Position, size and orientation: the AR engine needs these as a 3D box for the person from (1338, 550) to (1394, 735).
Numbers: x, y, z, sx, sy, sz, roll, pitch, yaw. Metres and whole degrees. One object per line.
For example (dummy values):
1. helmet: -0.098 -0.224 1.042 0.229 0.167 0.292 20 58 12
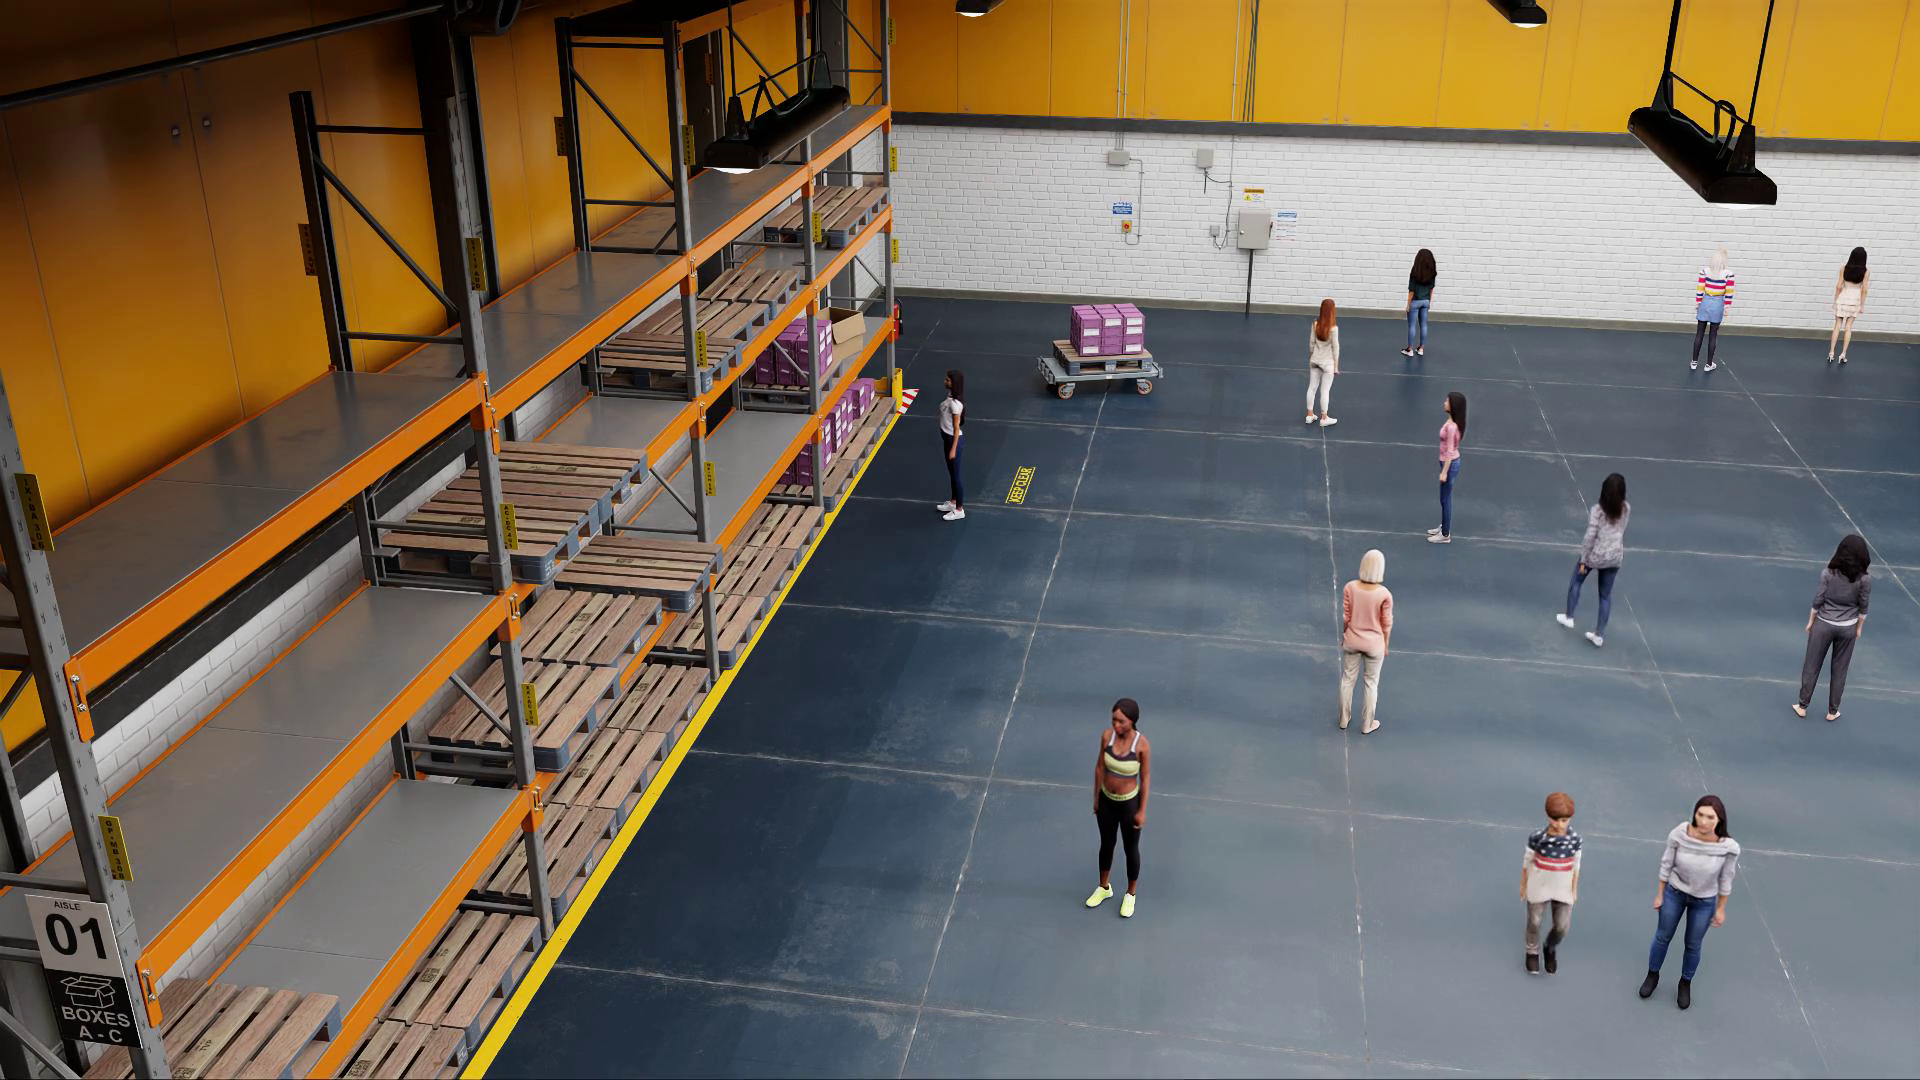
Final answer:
1. person: 3.548 0.885 14.593 0.664 1.725 0.635 13 27 27

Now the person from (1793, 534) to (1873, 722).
1. person: 7.777 0.778 14.788 0.641 1.764 0.577 9 25 20

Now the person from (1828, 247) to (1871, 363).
1. person: 13.105 -3.473 24.549 0.653 1.736 0.660 16 28 32

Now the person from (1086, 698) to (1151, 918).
1. person: 1.181 1.927 12.171 0.619 1.755 0.605 12 26 25

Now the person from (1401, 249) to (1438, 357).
1. person: 6.883 -3.568 24.914 0.694 1.617 0.719 -6 24 -13

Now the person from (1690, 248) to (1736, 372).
1. person: 10.945 -3.372 24.227 0.723 1.809 0.683 16 28 32

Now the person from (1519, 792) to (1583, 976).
1. person: 4.106 2.360 11.588 0.541 1.428 0.508 5 24 11

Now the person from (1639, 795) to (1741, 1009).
1. person: 4.919 2.412 11.214 0.664 1.633 0.624 13 27 27

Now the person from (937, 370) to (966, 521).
1. person: -0.069 -1.105 19.082 0.711 1.775 0.569 -4 24 -9

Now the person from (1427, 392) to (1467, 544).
1. person: 5.416 -0.814 18.461 0.661 1.739 0.477 8 25 17

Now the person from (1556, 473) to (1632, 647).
1. person: 6.283 0.222 16.143 0.773 1.697 0.946 -3 24 -6

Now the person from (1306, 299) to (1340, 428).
1. person: 4.797 -2.351 22.010 0.724 1.713 0.687 -21 31 -39
